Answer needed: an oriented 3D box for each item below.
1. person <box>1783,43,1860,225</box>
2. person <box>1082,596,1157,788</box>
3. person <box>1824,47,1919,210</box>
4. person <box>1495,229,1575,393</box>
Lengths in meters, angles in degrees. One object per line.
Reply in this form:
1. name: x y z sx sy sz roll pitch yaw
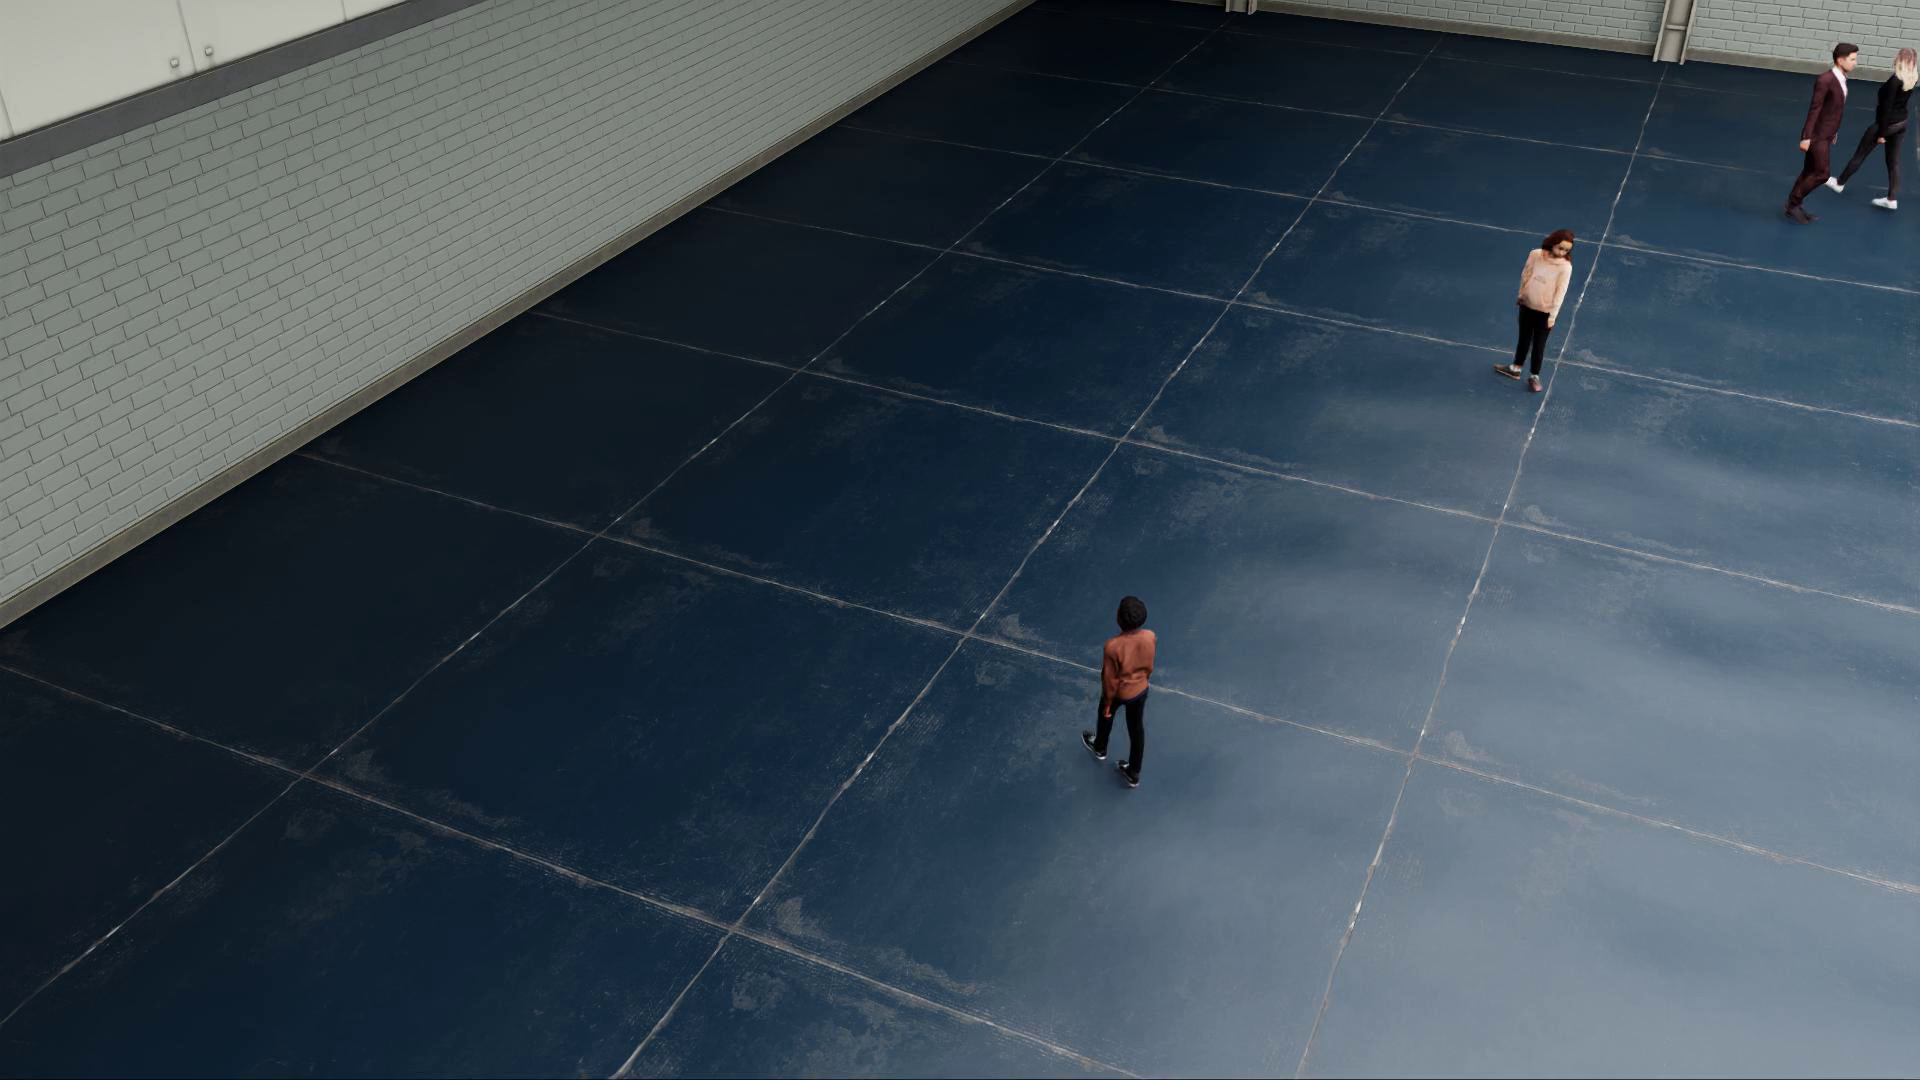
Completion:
1. person: 8.786 -4.205 17.145 0.693 1.853 0.744 22 38 31
2. person: 0.991 0.904 9.622 0.765 1.237 0.841 -14 35 -21
3. person: 9.829 -4.276 17.449 1.016 1.648 1.170 -16 36 -24
4. person: 4.838 -1.980 13.987 0.811 1.459 0.635 -13 35 -20
